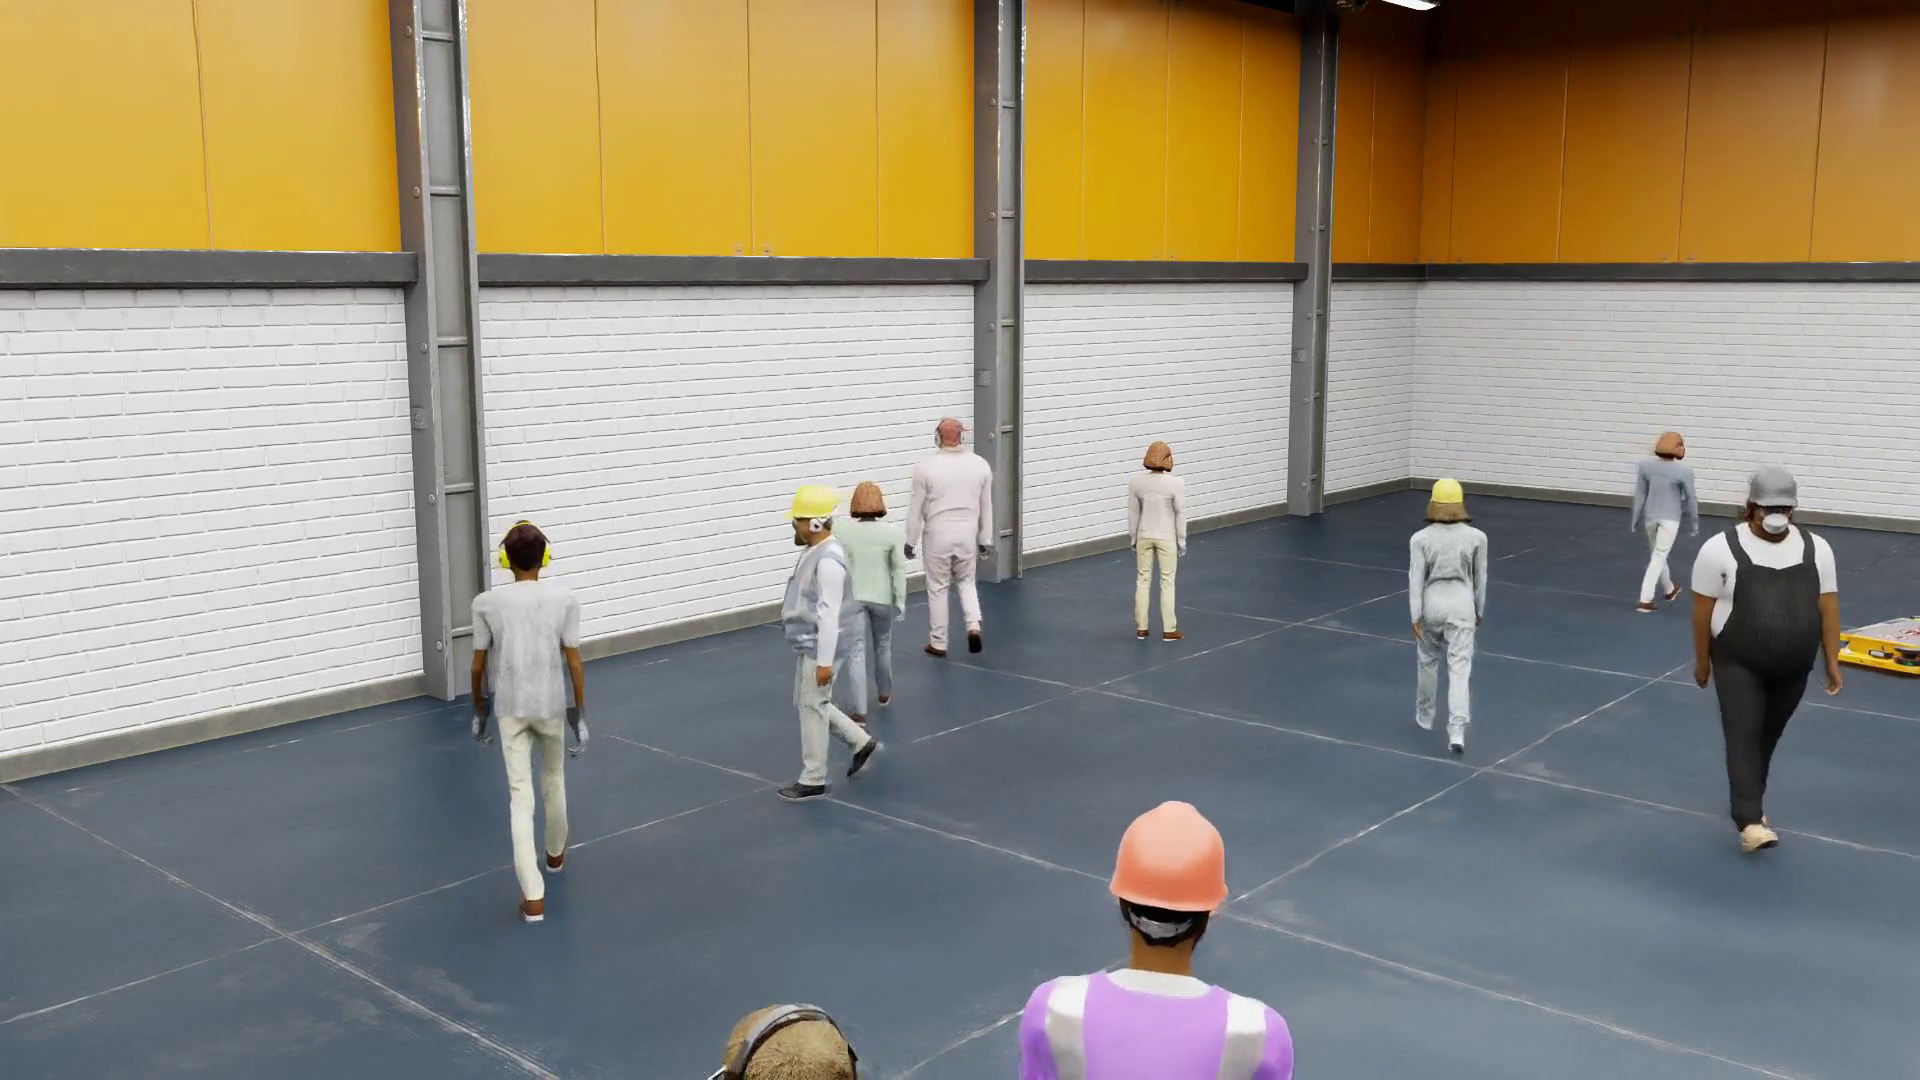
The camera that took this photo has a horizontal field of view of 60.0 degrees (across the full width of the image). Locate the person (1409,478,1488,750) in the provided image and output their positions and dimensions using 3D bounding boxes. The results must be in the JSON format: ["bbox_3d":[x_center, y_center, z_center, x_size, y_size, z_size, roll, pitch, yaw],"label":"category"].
[{"bbox_3d":[3.097,0.453,10.582,0.487,1.699,0.898,2,9,13],"label":"person"}]

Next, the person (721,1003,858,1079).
[{"bbox_3d":[-0.192,1.634,2.554,0.631,1.908,0.975,-8,12,-42],"label":"person"}]

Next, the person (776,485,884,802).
[{"bbox_3d":[-0.752,0.583,9.414,0.546,1.815,0.594,-2,9,-12],"label":"person"}]

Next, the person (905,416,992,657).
[{"bbox_3d":[-0.090,-0.015,12.908,0.671,1.895,0.505,-4,10,-22],"label":"person"}]

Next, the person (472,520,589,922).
[{"bbox_3d":[-2.058,0.816,7.946,0.518,1.812,0.958,-3,9,-16],"label":"person"}]

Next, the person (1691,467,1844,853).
[{"bbox_3d":[4.236,0.584,8.690,0.684,2.000,1.012,0,9,3],"label":"person"}]

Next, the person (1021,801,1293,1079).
[{"bbox_3d":[0.389,1.486,3.394,0.562,1.921,0.463,2,9,10],"label":"person"}]

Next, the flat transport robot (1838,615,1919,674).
[{"bbox_3d":[7.410,0.799,12.881,1.431,0.197,0.652,-6,11,-35],"label":"flat transport robot"}]

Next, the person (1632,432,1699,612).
[{"bbox_3d":[6.318,-0.172,14.832,0.856,1.582,0.527,-7,11,-37],"label":"person"}]

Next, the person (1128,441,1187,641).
[{"bbox_3d":[1.611,0.019,13.571,0.505,1.638,0.362,5,10,27],"label":"person"}]

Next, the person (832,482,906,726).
[{"bbox_3d":[-0.630,0.402,11.220,0.521,1.598,0.767,-1,9,-5],"label":"person"}]
